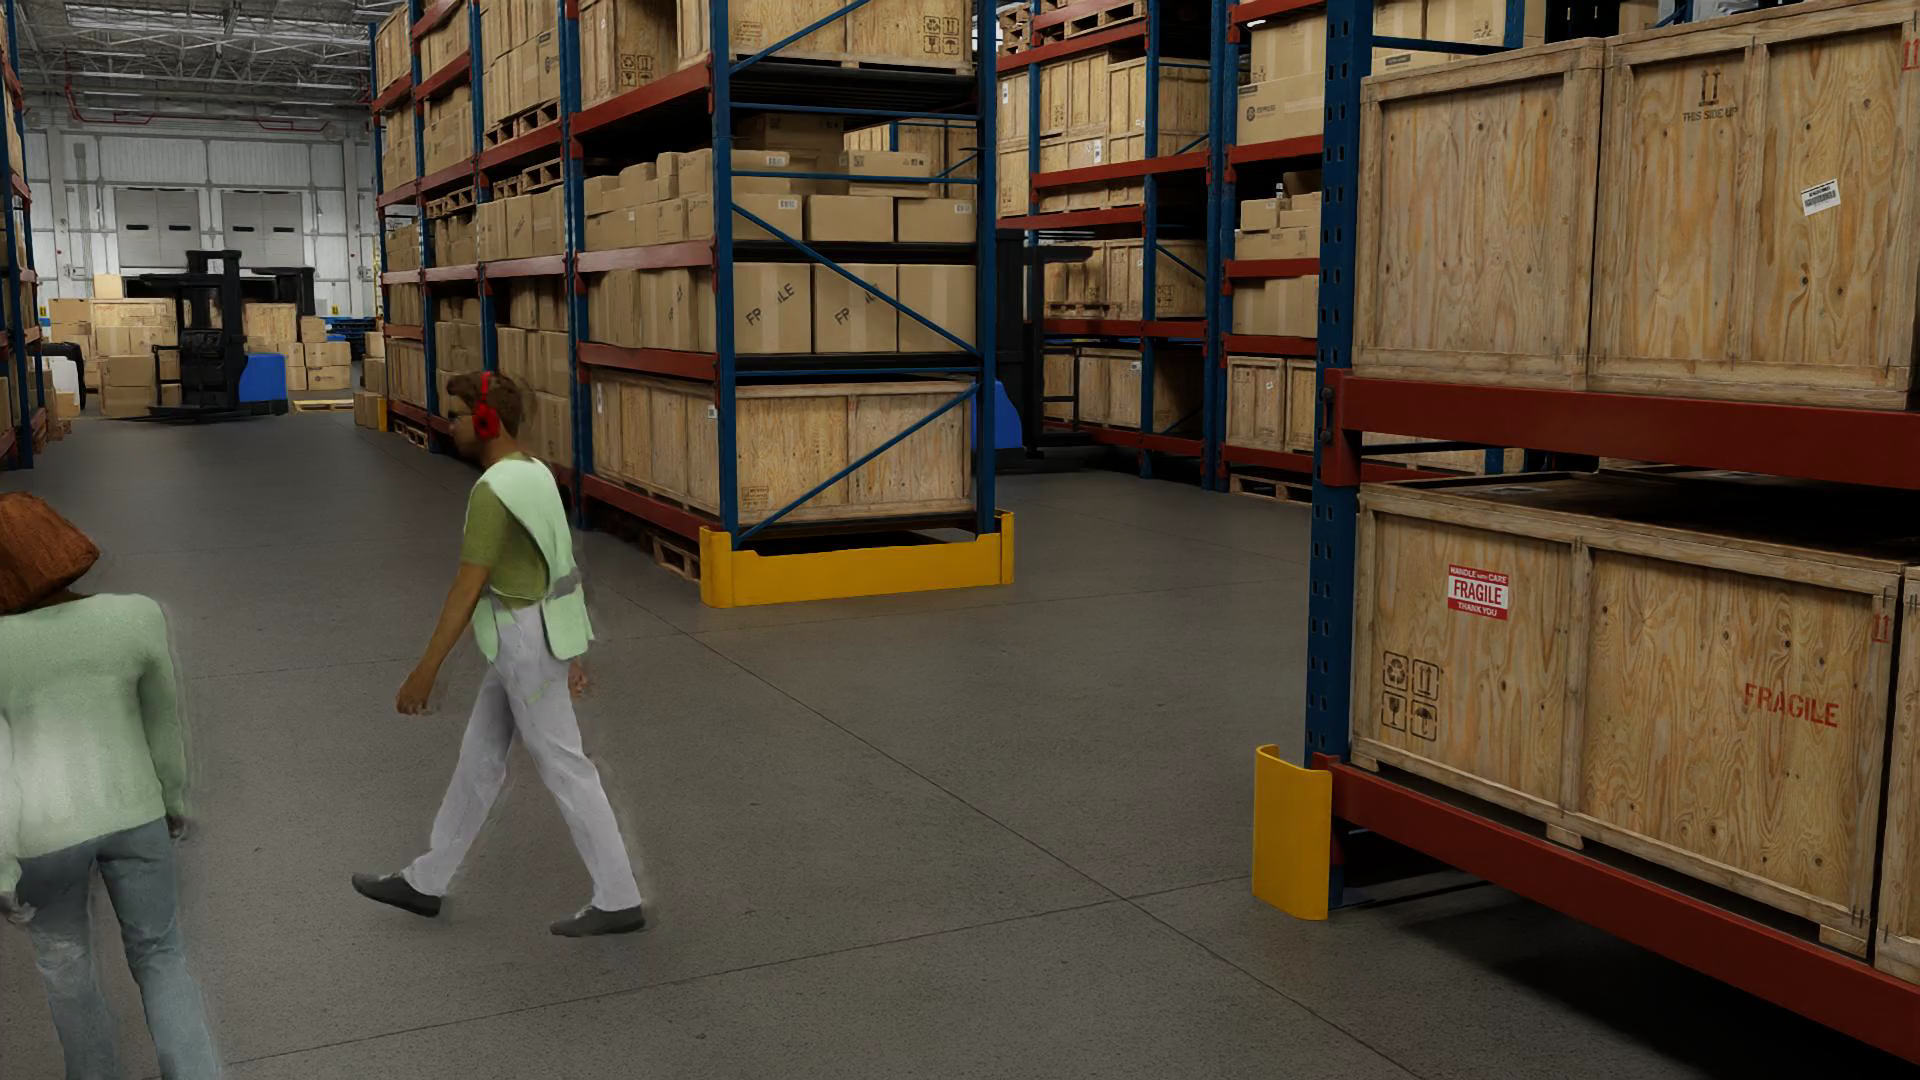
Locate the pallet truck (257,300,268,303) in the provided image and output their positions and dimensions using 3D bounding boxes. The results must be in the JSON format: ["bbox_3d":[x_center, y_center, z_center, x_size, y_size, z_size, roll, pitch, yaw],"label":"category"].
[{"bbox_3d":[-23.913,-7.404,58.171,1.885,1.965,0.823,-1,8,-9],"label":"pallet truck"}]

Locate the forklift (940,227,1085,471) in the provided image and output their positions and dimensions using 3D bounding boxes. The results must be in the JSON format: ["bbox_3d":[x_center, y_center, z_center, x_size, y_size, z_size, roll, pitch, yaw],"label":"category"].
[{"bbox_3d":[0.377,-2.214,19.352,1.873,2.768,1.129,-4,9,-26],"label":"forklift"}]

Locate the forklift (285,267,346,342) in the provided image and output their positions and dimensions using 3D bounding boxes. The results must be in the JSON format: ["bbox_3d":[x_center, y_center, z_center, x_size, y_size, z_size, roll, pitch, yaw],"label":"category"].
[{"bbox_3d":[-16.872,-5.598,42.692,1.129,2.768,1.873,7,11,39],"label":"forklift"}]

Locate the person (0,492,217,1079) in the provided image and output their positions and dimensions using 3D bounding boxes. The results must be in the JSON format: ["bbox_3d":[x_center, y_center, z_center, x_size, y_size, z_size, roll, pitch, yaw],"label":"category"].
[{"bbox_3d":[-1.975,0.679,3.779,0.516,1.597,0.730,-8,11,-43],"label":"person"}]

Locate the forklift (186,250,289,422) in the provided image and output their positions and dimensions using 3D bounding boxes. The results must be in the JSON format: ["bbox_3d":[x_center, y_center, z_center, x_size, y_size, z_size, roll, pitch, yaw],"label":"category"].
[{"bbox_3d":[-12.314,-3.418,27.658,1.129,2.768,1.873,4,9,26],"label":"forklift"}]

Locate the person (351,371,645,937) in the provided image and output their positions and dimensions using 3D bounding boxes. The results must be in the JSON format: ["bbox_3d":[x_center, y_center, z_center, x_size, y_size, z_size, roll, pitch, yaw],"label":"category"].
[{"bbox_3d":[-1.466,0.376,5.233,0.979,1.793,0.582,-1,8,-8],"label":"person"}]
